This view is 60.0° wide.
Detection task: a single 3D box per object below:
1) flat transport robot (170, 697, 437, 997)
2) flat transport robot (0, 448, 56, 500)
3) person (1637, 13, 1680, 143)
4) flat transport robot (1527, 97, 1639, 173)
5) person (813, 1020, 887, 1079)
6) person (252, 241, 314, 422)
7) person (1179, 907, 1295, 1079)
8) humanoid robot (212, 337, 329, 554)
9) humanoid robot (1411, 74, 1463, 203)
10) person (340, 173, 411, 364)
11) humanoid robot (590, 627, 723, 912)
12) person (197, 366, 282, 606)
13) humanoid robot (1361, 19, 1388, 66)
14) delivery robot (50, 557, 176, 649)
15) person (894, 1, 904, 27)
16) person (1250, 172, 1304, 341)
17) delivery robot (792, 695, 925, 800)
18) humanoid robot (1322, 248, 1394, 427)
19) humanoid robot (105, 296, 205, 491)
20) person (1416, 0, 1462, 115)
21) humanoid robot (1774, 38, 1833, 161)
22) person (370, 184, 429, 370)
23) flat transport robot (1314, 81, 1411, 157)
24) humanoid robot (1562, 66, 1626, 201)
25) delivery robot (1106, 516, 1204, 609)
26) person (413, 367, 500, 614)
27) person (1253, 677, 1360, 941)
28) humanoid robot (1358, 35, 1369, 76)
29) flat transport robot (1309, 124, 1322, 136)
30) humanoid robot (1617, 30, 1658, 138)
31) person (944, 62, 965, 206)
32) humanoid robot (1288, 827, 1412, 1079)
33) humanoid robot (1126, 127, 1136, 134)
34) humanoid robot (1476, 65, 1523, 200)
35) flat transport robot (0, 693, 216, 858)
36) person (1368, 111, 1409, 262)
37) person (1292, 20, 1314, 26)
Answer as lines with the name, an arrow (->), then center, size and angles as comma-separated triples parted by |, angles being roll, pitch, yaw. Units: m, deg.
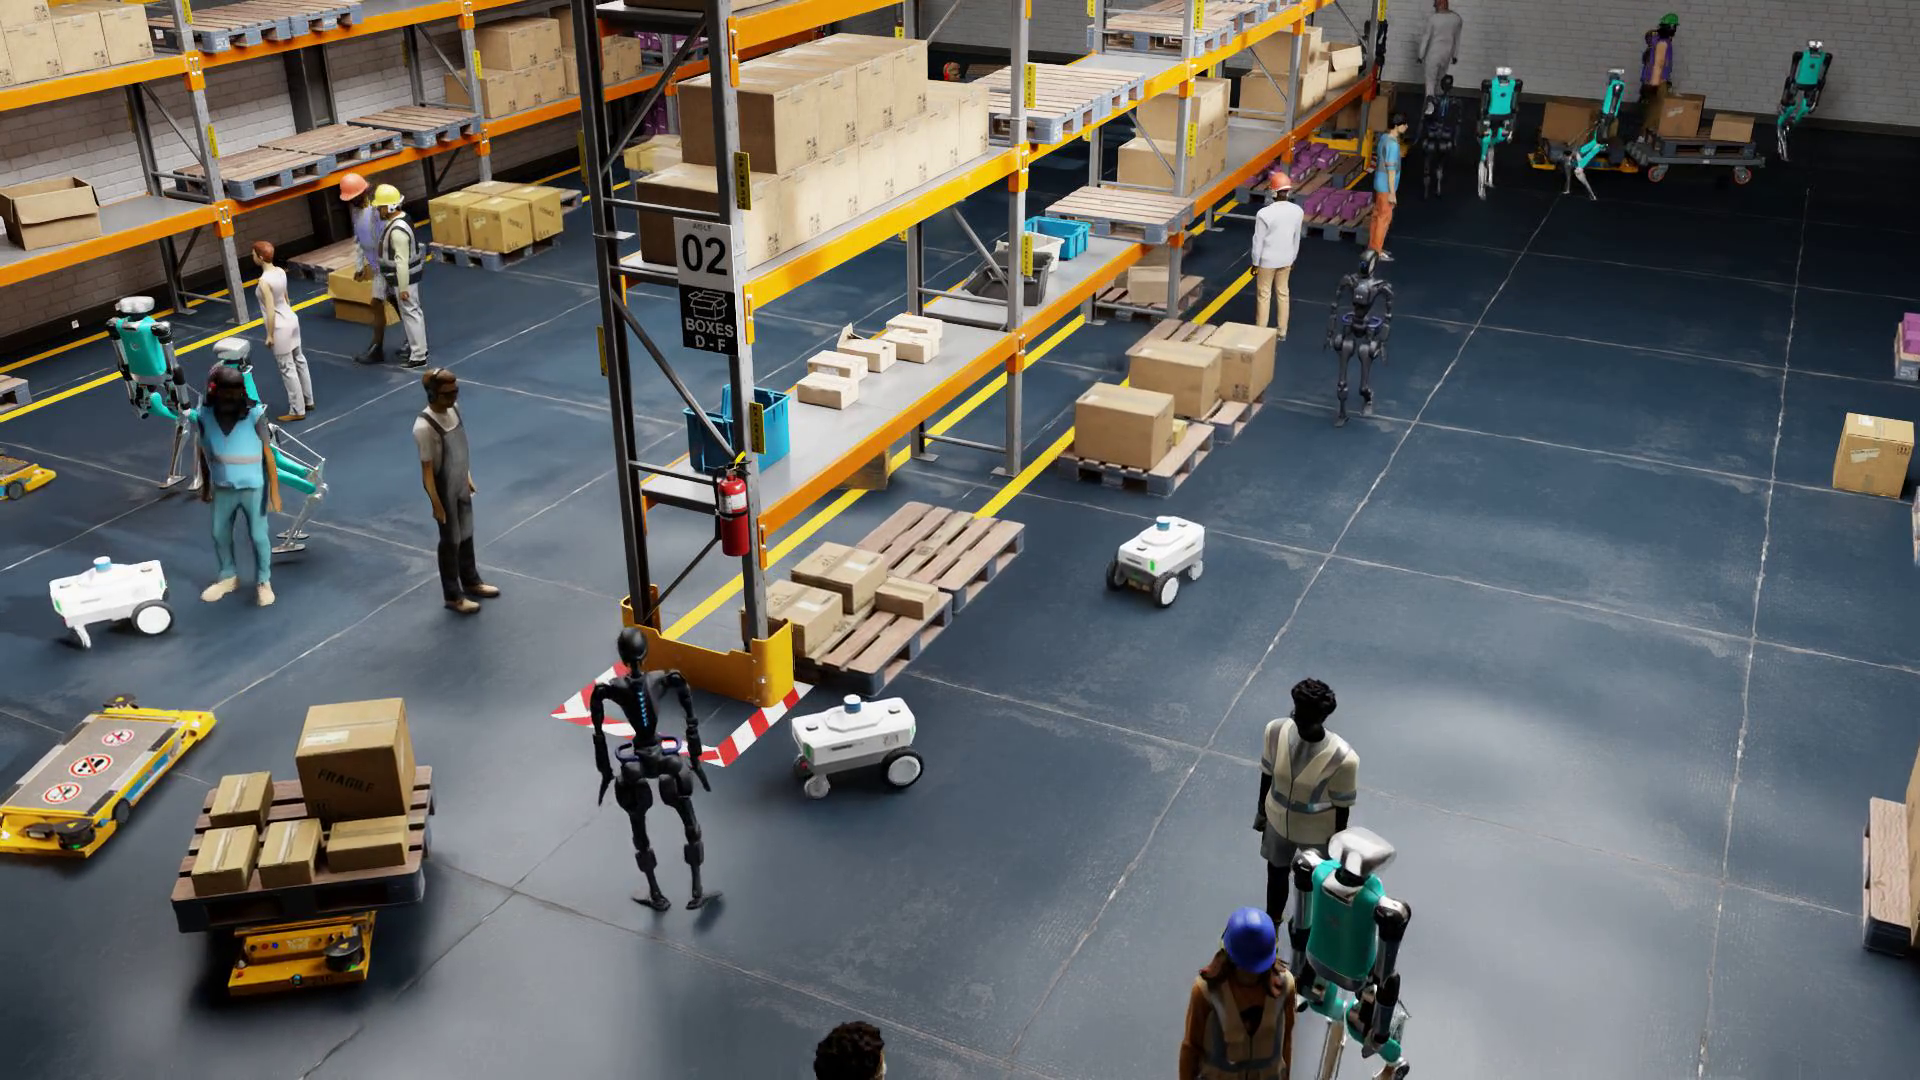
flat transport robot -> -3.471, 1.884, 8.973 | 0.659, 0.231, 1.431 | -5, 27, -10
flat transport robot -> -8.177, -0.356, 13.498 | 0.659, 0.231, 1.431 | 10, 28, 19
person -> 10.488, -6.815, 24.705 | 0.658, 1.901, 0.588 | 10, 28, 19
flat transport robot -> 8.895, -5.436, 23.759 | 1.431, 0.231, 0.659 | 5, 27, 9
person -> -0.393, 2.476, 5.997 | 0.979, 1.846, 0.556 | -22, 34, -38
person -> -6.139, -1.885, 15.013 | 0.289, 1.661, 0.446 | 2, 26, 4
person -> 1.104, 2.191, 6.650 | 0.480, 1.776, 0.321 | -4, 27, -8
humanoid robot -> -5.053, -0.705, 12.397 | 0.735, 1.677, 0.533 | -2, 26, -4
humanoid robot -> 6.252, -5.267, 21.834 | 0.599, 1.646, 0.374 | 3, 27, 6
person -> -5.785, -2.674, 16.361 | 0.852, 1.879, 0.566 | -23, 35, -38
humanoid robot -> -1.596, 1.237, 8.700 | 0.600, 1.647, 0.453 | -7, 27, -14
person -> -5.129, -0.379, 11.775 | 0.669, 1.834, 0.407 | 0, 26, 0
humanoid robot -> 6.760, -7.948, 27.244 | 0.605, 1.649, 0.356 | -18, 31, -31
delivery robot -> -5.905, 0.407, 11.643 | 0.775, 0.604, 0.525 | -13, 29, -25
person -> -1.009, -9.504, 30.213 | 0.365, 1.836, 0.508 | 12, 29, 22
person -> 3.188, -2.869, 16.914 | 0.555, 1.744, 0.341 | -13, 29, -24
delivery robot -> -0.640, 1.205, 10.006 | 0.757, 0.580, 0.499 | -10, 28, -19
humanoid robot -> 3.574, -1.831, 14.890 | 0.613, 1.639, 0.423 | 14, 30, 26
humanoid robot -> -6.377, -1.238, 13.469 | 0.533, 1.681, 0.735 | 5, 27, 9
person -> 7.674, -7.866, 26.890 | 0.688, 1.851, 0.773 | -9, 28, -18
humanoid robot -> 12.059, -6.356, 24.045 | 0.547, 1.843, 0.857 | 3, 26, 6
person -> -5.440, -2.565, 16.213 | 0.403, 1.825, 0.591 | -6, 27, -13
flat transport robot -> 5.916, -5.889, 24.674 | 1.431, 0.231, 0.659 | 10, 28, 19
humanoid robot -> 8.271, -5.359, 22.014 | 0.800, 1.806, 0.530 | 6, 27, 12
delivery robot -> 1.467, 0.114, 12.208 | 0.499, 0.579, 0.753 | 21, 33, 36
person -> -3.586, -0.351, 11.726 | 0.357, 1.837, 0.506 | 6, 27, 11
person -> 1.703, 1.423, 8.296 | 0.532, 1.693, 0.320 | 21, 33, 36
humanoid robot -> 5.906, -6.567, 24.447 | 0.350, 1.649, 0.616 | 16, 30, 29
flat transport robot -> 5.252, -6.173, 25.247 | 1.431, 0.231, 0.659 | -10, 28, -19
humanoid robot -> 10.331, -6.809, 24.960 | 0.582, 1.634, 0.609 | 2, 26, 3
person -> -0.152, -5.300, 21.707 | 0.372, 1.842, 0.568 | 13, 29, 24
humanoid robot -> 1.739, 1.920, 7.189 | 0.677, 1.746, 0.545 | -22, 34, -38
humanoid robot -> 3.005, -6.870, 24.997 | 1.025, 1.721, 0.551 | -4, 27, -7
humanoid robot -> 7.087, -5.469, 22.188 | 0.552, 1.790, 0.794 | 1, 26, 2
flat transport robot -> -5.143, 1.394, 9.963 | 0.659, 0.231, 1.431 | 3, 26, 6
person -> 5.007, -4.133, 19.450 | 0.333, 1.758, 0.502 | 0, 26, 1
person -> 5.047, -7.000, 25.158 | 0.831, 1.847, 0.587 | -3, 26, -6
